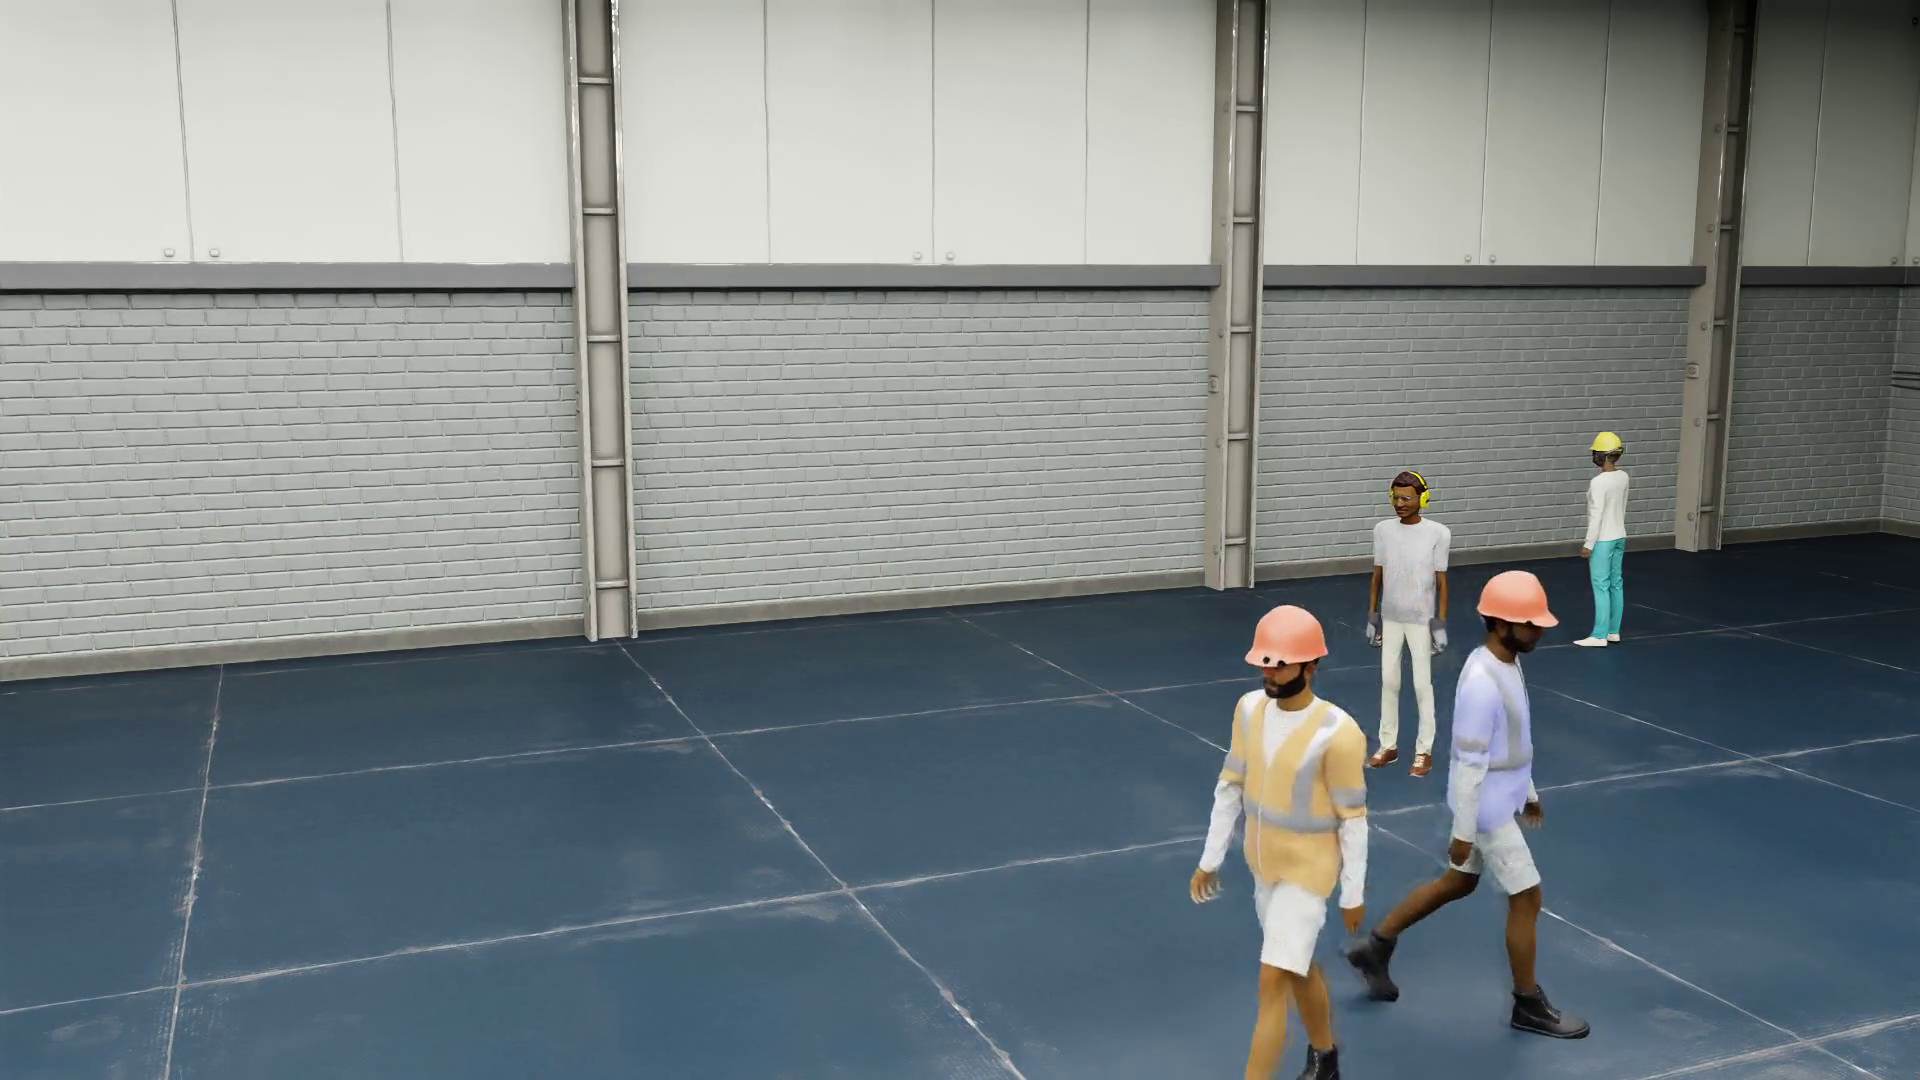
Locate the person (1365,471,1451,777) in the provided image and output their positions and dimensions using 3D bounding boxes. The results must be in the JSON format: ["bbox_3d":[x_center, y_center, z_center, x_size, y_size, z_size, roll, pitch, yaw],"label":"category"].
[{"bbox_3d":[2.725,0.503,10.133,0.520,1.865,0.315,7,11,36],"label":"person"}]

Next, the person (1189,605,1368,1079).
[{"bbox_3d":[1.063,1.170,5.825,0.948,1.894,0.555,-5,11,-30],"label":"person"}]

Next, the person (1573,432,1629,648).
[{"bbox_3d":[5.248,0.000,13.576,0.522,1.769,0.317,-8,12,-41],"label":"person"}]

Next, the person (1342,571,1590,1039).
[{"bbox_3d":[2.043,1.036,6.680,0.936,1.901,0.554,3,10,20],"label":"person"}]
